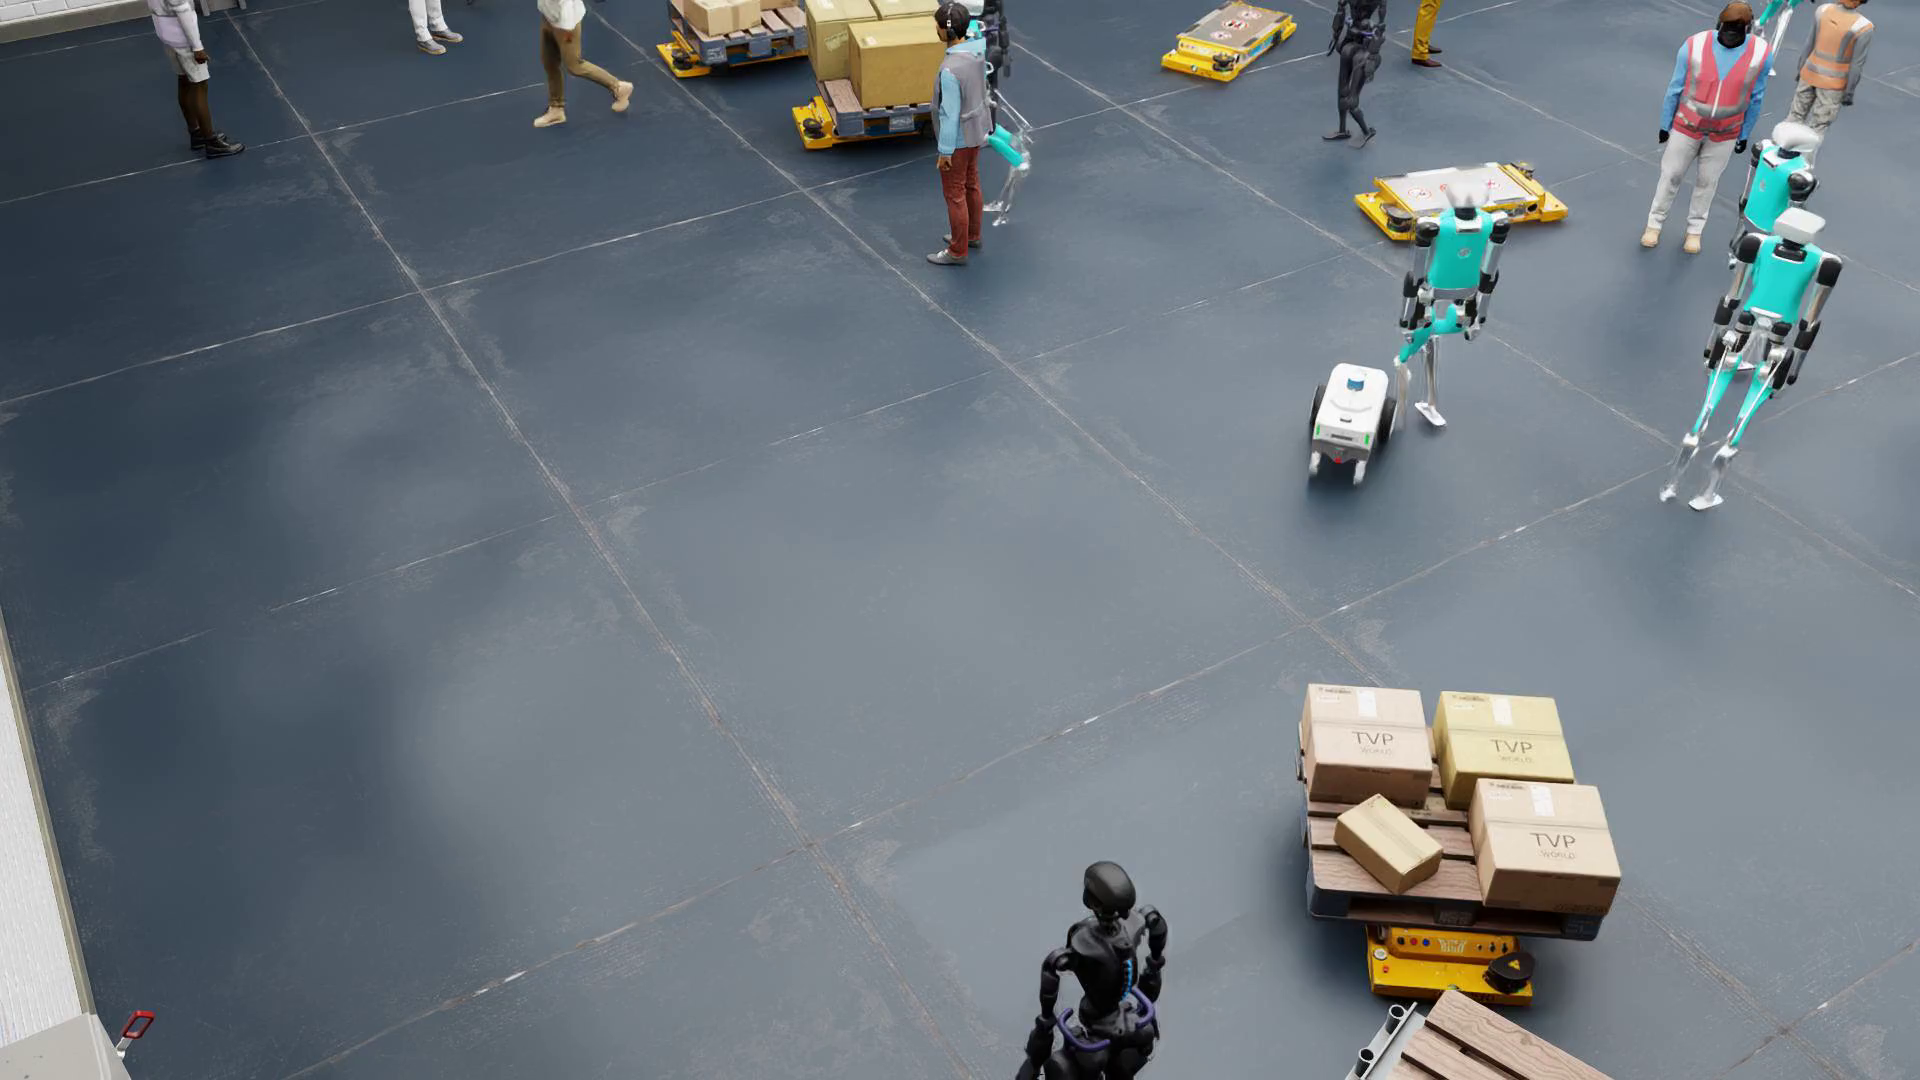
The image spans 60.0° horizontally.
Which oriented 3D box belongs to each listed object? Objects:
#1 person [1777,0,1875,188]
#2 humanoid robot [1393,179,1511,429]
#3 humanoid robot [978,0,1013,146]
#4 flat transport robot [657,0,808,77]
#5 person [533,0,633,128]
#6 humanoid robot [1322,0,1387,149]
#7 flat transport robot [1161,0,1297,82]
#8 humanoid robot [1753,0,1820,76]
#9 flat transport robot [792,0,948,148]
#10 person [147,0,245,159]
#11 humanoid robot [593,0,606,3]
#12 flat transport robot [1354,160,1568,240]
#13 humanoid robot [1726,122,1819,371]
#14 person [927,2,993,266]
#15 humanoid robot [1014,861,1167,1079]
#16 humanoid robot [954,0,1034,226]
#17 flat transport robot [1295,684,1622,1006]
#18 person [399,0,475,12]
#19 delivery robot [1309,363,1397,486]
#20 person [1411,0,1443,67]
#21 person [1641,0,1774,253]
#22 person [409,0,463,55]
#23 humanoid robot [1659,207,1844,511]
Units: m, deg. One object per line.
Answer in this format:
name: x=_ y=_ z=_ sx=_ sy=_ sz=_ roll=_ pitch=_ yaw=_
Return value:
person: x=6.518 y=-3.447 z=12.544 sx=0.313 sy=1.631 sz=0.524 roll=-17 pitch=41 yaw=-20
humanoid robot: x=2.811 y=-1.385 z=9.901 sx=0.542 sy=1.845 sz=0.742 roll=-2 pitch=38 yaw=-2
humanoid robot: x=0.242 y=-3.948 z=13.143 sx=0.488 sy=1.645 sz=0.590 roll=-19 pitch=42 yaw=-22
flat transport robot: x=-1.938 y=-4.443 z=14.898 sx=1.431 sy=0.231 sz=0.659 roll=-15 pitch=41 yaw=-18
person: x=-3.144 y=-4.191 z=13.395 sx=0.768 sy=1.743 sz=0.535 roll=-19 pitch=42 yaw=-22
humanoid robot: x=3.160 y=-3.899 z=13.098 sx=0.400 sy=1.660 sz=0.589 roll=-18 pitch=42 yaw=-21
flat transport robot: x=2.440 y=-4.511 z=14.984 sx=0.659 sy=0.231 sz=1.431 roll=22 pitch=44 yaw=26
humanoid robot: x=7.068 y=-4.749 z=14.186 sx=0.543 sy=1.878 sz=0.762 roll=3 pitch=38 yaw=4
flat transport robot: x=-0.626 y=-3.515 z=13.727 sx=1.431 sy=0.231 sz=0.659 roll=-9 pitch=39 yaw=-11
person: x=-6.022 y=-3.932 z=12.911 sx=0.369 sy=1.935 sz=0.550 roll=-32 pitch=48 yaw=-34
humanoid robot: x=-3.485 y=-5.938 z=15.646 sx=0.324 sy=1.652 sz=0.602 roll=-24 pitch=44 yaw=-28
flat transport robot: x=3.771 y=-2.555 z=12.515 sx=1.431 sy=0.231 sz=0.659 roll=-9 pitch=39 yaw=-12
humanoid robot: x=5.105 y=-1.697 z=10.346 sx=0.719 sy=1.904 sz=0.545 roll=-7 pitch=39 yaw=-8
person: x=0.008 y=-2.793 z=11.529 sx=0.410 sy=1.873 sz=0.541 roll=13 pitch=40 yaw=16
humanoid robot: x=0.517 y=1.816 z=5.893 sx=0.607 sy=1.628 sz=0.676 roll=-22 pitch=43 yaw=-25
humanoid robot: x=0.292 y=-3.061 z=12.007 sx=0.764 sy=1.815 sz=0.531 roll=-5 pitch=39 yaw=-6
flat transport robot: x=2.127 y=1.432 z=7.485 sx=0.659 sy=0.231 sz=1.431 roll=3 pitch=39 yaw=4
person: x=-4.925 y=-5.753 z=15.323 sx=0.778 sy=1.801 sz=0.603 roll=-2 pitch=38 yaw=-3
delivery robot: x=2.347 y=-0.742 z=10.007 sx=0.499 sy=0.606 sz=0.796 roll=13 pitch=40 yaw=15
person: x=4.186 y=-5.004 z=14.421 sx=0.342 sy=1.750 sz=0.526 roll=7 pitch=39 yaw=9
person: x=5.237 y=-2.894 z=11.689 sx=0.630 sy=1.836 sz=0.431 roll=13 pitch=40 yaw=16
person: x=-4.763 y=-5.252 z=14.619 sx=0.345 sy=1.882 sz=0.583 roll=11 pitch=40 yaw=14
humanoid robot: x=4.352 y=-0.912 z=9.260 sx=0.537 sy=1.768 sz=0.801 roll=25 pitch=45 yaw=28
